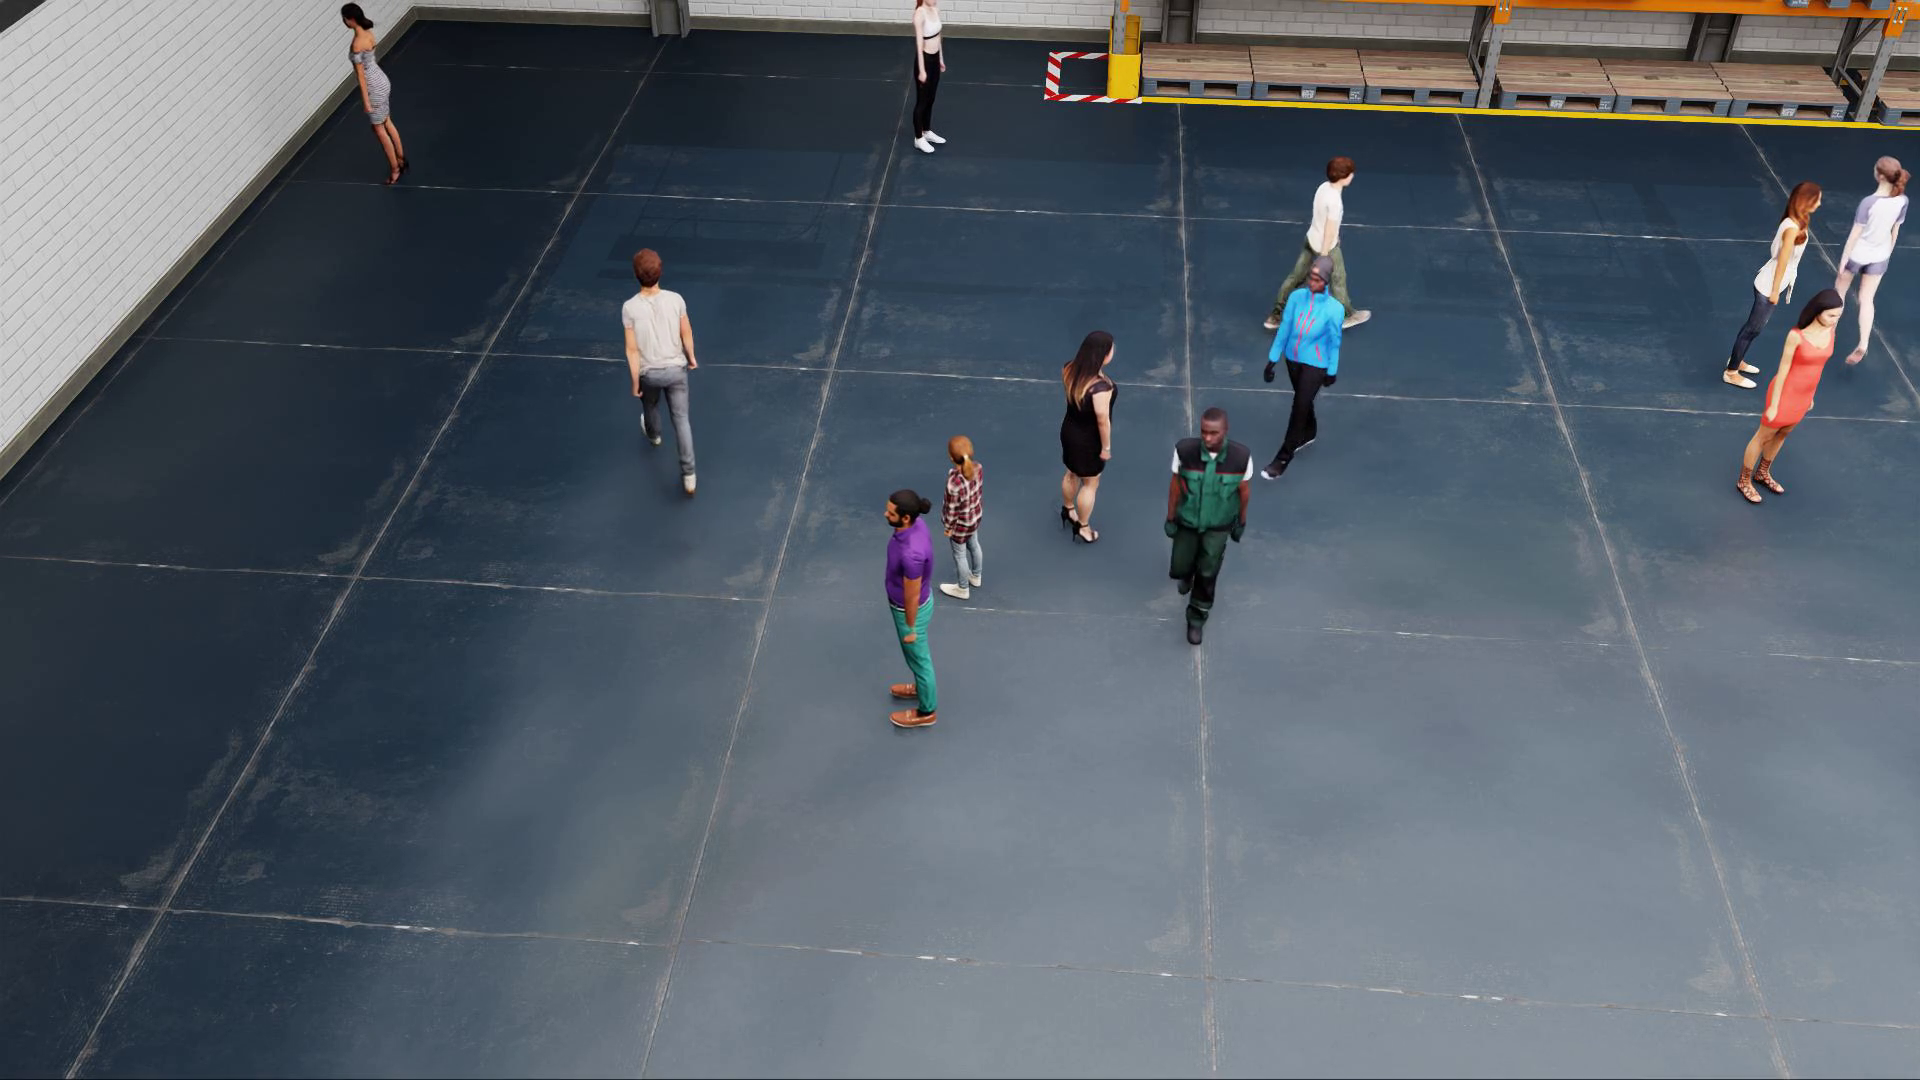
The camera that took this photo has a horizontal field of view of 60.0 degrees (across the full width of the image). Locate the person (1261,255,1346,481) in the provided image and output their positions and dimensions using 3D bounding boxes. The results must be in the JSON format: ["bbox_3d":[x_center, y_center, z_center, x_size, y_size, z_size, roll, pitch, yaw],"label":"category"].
[{"bbox_3d":[2.667,-1.366,12.554,1.128,1.755,1.112,-31,48,-33],"label":"person"}]

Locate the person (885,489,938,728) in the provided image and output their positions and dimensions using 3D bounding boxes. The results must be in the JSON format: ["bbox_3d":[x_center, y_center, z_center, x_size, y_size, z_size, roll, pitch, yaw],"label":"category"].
[{"bbox_3d":[-0.279,0.411,10.321,0.623,1.766,0.657,-5,39,-6],"label":"person"}]

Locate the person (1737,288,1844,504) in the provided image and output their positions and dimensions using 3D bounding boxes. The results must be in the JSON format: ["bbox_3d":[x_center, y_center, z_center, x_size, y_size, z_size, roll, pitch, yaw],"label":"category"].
[{"bbox_3d":[6.099,-1.077,12.218,0.630,1.723,0.734,-17,42,-20],"label":"person"}]

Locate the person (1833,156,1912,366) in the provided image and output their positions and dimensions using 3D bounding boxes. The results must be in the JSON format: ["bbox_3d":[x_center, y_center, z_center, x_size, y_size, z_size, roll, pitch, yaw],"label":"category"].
[{"bbox_3d":[7.496,-2.278,13.711,0.951,1.737,0.650,4,39,5],"label":"person"}]

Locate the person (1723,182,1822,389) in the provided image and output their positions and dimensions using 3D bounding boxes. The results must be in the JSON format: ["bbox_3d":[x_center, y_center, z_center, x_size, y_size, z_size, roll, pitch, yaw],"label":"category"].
[{"bbox_3d":[6.533,-2.070,13.414,0.650,1.782,0.650,20,43,23],"label":"person"}]

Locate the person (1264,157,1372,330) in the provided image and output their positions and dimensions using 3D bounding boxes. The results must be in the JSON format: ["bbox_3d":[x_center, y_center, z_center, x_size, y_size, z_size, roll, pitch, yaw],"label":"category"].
[{"bbox_3d":[2.969,-2.451,14.035,1.224,1.602,0.799,-7,39,-9],"label":"person"}]

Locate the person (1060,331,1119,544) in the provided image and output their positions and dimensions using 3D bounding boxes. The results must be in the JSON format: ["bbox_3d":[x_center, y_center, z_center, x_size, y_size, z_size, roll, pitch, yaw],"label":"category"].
[{"bbox_3d":[0.884,-0.718,11.779,0.779,1.711,0.747,-20,43,-23],"label":"person"}]

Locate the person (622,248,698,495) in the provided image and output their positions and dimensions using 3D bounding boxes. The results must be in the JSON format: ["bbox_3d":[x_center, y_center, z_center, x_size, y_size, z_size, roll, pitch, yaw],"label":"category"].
[{"bbox_3d":[-2.172,-1.190,12.265,1.253,1.841,1.099,-13,41,-16],"label":"person"}]

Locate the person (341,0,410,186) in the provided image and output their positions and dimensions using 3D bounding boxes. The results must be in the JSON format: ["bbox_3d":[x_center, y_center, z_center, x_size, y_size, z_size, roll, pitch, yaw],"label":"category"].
[{"bbox_3d":[-5.688,-4.373,16.272,0.543,1.815,0.622,-1,39,-1],"label":"person"}]

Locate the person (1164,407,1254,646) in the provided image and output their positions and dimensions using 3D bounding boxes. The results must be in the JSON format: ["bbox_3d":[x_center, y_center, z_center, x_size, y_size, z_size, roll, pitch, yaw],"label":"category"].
[{"bbox_3d":[1.613,-0.176,11.011,0.834,1.822,0.765,4,39,5],"label":"person"}]

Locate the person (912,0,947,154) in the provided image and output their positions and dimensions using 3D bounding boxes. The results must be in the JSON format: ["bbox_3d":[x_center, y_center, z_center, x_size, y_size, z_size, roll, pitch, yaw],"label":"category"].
[{"bbox_3d":[-0.339,-4.839,16.909,0.659,1.748,0.663,21,43,24],"label":"person"}]

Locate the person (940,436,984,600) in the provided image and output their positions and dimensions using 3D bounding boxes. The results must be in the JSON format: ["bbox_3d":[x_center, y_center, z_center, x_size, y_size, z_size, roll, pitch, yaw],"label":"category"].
[{"bbox_3d":[0.030,-0.164,11.409,0.632,1.306,0.604,25,45,28],"label":"person"}]
